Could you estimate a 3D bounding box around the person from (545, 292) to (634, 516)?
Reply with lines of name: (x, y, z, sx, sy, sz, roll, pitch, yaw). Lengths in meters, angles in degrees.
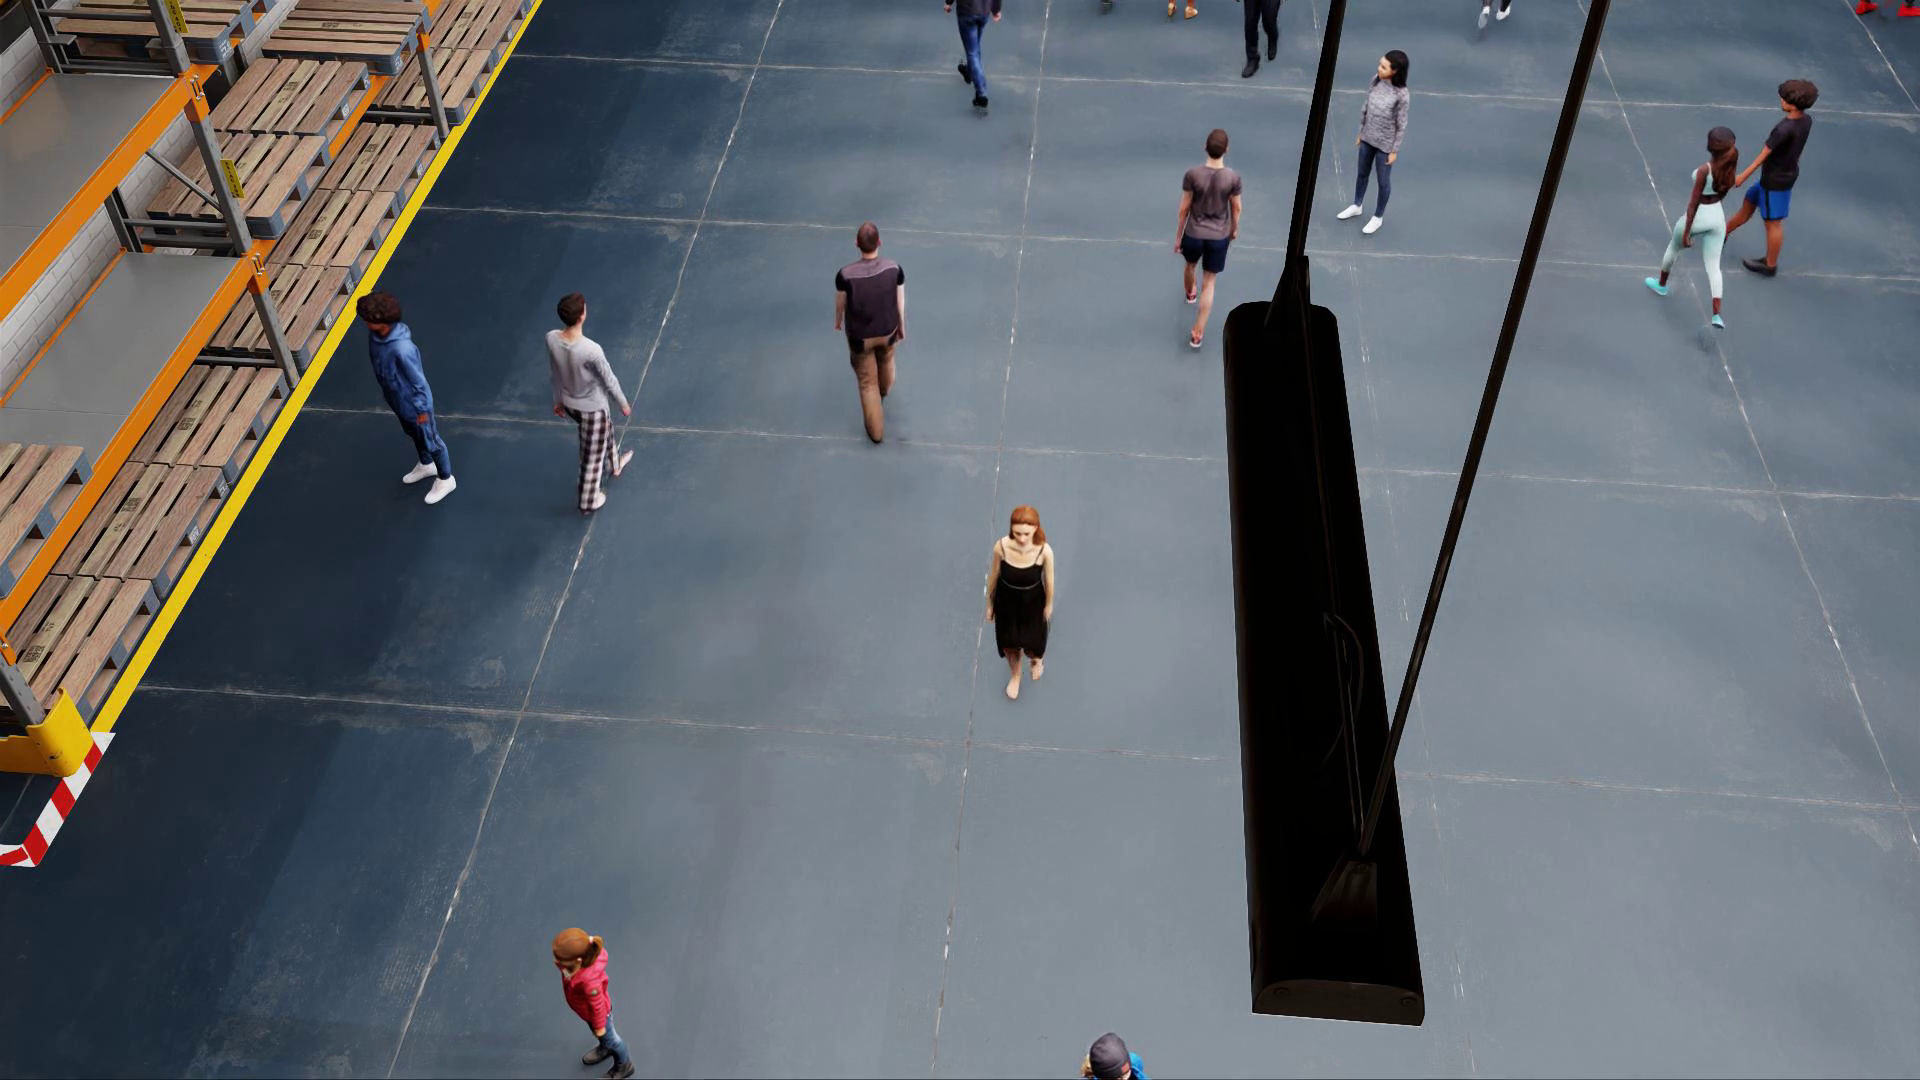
person: (-2.743, -0.925, 11.985, 0.910, 1.826, 1.078, 23, 48, 22)

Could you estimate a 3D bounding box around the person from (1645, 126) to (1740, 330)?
person: (6.210, -2.558, 13.807, 0.813, 1.676, 1.256, -5, 44, -6)

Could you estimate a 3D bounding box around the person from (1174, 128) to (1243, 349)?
person: (2.002, -2.409, 13.559, 0.694, 1.804, 1.150, 5, 44, 5)

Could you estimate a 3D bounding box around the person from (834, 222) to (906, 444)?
person: (-0.657, -1.531, 12.635, 0.927, 1.806, 1.154, -12, 45, -12)

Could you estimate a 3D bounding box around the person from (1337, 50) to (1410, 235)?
person: (3.751, -3.575, 14.835, 0.744, 1.731, 0.670, -27, 50, -25)

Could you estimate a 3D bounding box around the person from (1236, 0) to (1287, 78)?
person: (3.105, -5.660, 16.959, 0.902, 1.820, 0.946, 15, 46, 15)

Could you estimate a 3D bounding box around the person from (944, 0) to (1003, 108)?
person: (0.166, -5.181, 16.436, 1.054, 1.849, 1.317, -15, 46, -15)

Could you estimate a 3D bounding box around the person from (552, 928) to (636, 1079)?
person: (-1.935, 2.454, 8.809, 0.644, 1.314, 0.580, -28, 50, -26)

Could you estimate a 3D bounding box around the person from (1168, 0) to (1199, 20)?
person: (2.439, -6.452, 17.888, 0.627, 1.686, 0.624, 19, 47, 19)

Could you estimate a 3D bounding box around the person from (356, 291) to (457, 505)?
person: (-4.034, -1.066, 12.148, 0.794, 1.805, 0.746, -33, 52, -30)

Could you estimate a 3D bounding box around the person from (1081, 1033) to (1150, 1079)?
person: (0.670, 2.889, 8.002, 0.672, 1.797, 0.743, -33, 52, -29)

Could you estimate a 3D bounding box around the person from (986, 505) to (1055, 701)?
person: (0.407, 0.346, 10.807, 0.608, 1.611, 0.684, 8, 44, 8)

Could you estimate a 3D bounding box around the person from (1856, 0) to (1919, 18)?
person: (10.177, -6.423, 17.794, 0.927, 1.774, 0.916, -22, 48, -22)

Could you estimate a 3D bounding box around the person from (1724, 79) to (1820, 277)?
person: (7.097, -3.062, 14.282, 1.079, 1.752, 1.061, 32, 52, 29)
